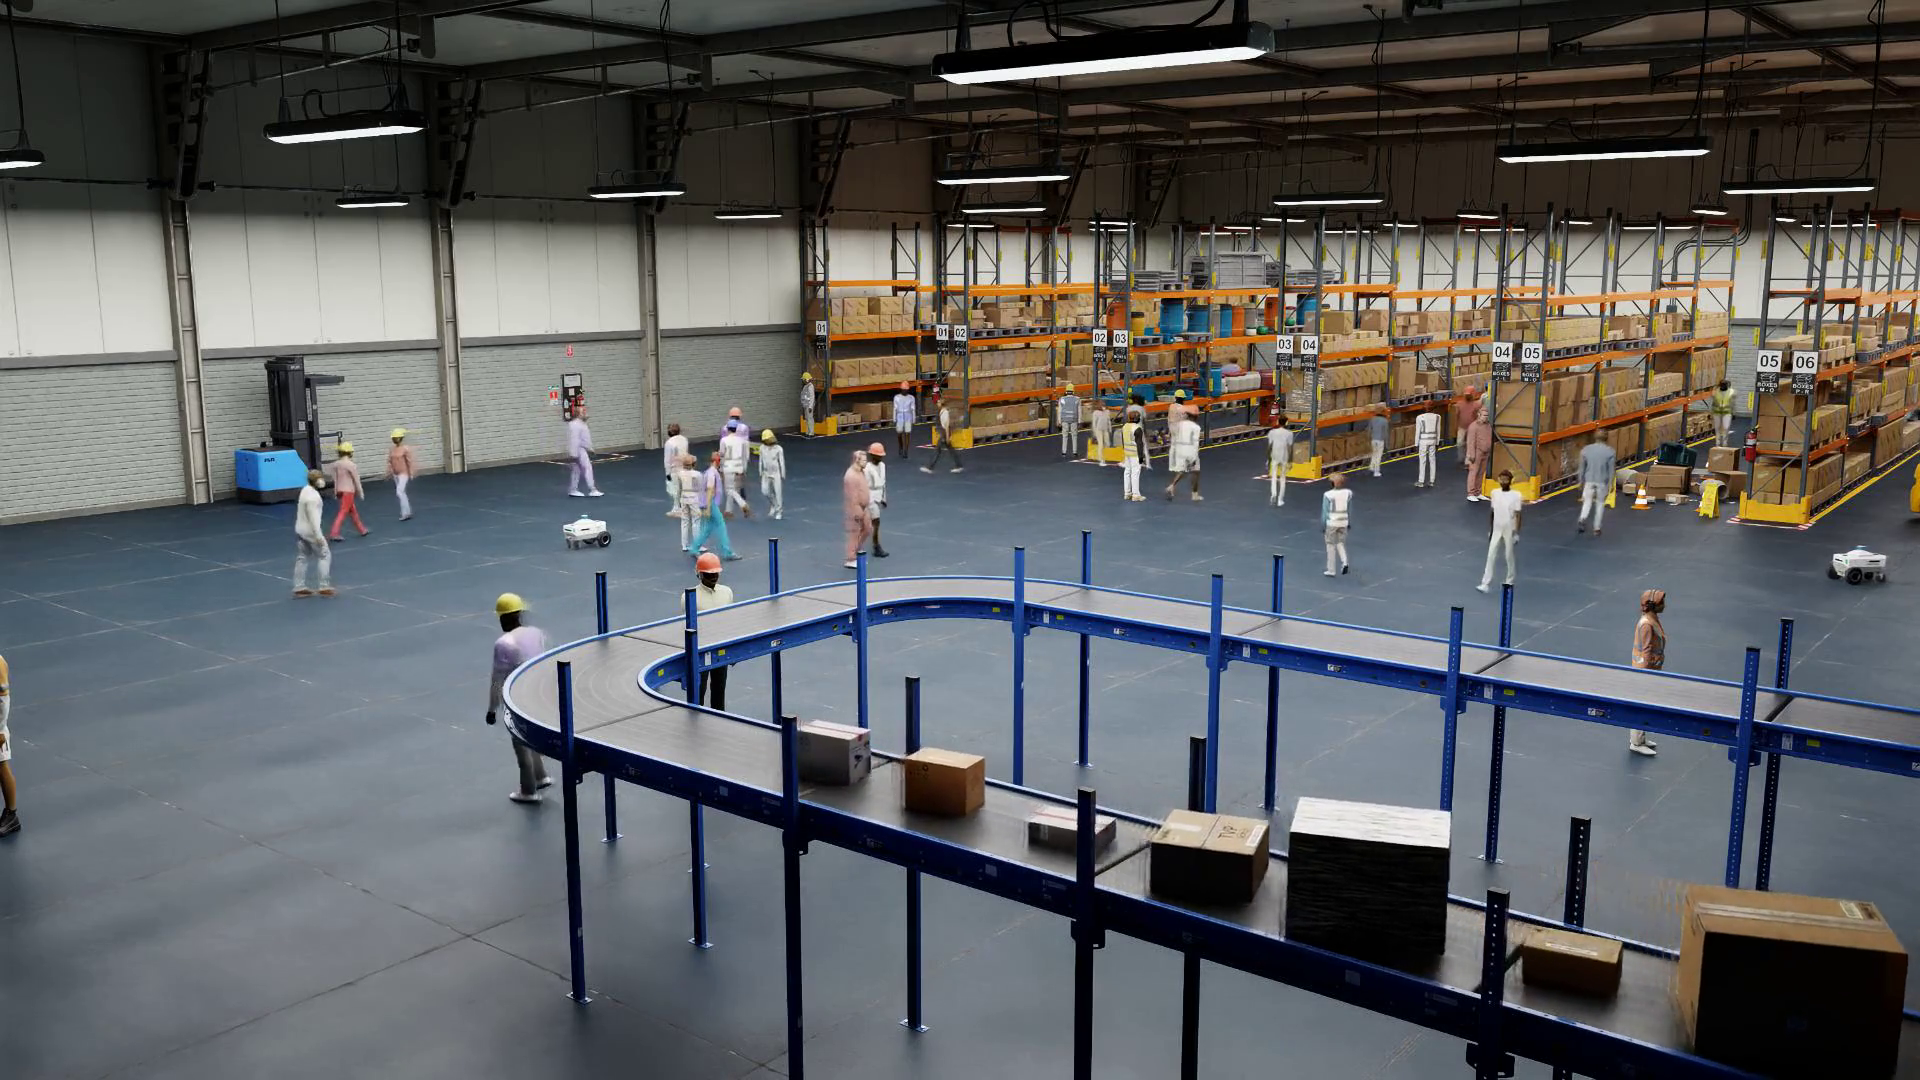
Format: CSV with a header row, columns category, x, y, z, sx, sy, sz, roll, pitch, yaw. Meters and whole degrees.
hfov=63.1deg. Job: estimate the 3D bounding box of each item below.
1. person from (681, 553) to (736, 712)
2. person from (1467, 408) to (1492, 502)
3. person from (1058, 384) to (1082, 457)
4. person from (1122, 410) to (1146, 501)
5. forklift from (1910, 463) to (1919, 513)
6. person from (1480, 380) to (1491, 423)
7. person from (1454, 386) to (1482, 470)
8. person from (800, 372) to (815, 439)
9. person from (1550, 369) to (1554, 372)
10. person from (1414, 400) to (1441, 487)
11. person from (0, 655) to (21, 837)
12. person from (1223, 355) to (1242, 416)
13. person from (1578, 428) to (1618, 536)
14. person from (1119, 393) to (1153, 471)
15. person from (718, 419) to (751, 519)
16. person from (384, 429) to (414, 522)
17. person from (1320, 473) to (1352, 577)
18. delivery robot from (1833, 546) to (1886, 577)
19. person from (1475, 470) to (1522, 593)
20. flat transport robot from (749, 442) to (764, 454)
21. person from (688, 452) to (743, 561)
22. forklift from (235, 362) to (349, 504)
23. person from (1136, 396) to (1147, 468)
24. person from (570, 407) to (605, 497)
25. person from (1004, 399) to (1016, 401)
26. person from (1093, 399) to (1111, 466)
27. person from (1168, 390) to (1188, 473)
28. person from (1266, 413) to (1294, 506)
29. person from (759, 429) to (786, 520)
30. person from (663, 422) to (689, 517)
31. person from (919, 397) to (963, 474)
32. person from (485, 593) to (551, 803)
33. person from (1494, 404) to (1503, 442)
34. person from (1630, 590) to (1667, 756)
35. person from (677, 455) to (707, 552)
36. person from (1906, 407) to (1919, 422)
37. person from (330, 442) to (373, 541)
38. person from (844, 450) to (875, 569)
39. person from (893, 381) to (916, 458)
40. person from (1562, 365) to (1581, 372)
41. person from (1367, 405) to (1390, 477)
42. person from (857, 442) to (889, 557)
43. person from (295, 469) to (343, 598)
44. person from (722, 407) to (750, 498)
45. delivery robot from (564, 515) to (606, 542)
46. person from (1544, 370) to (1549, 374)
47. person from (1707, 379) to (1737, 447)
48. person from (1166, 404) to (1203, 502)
category,x,y,z,sx,sy,sz,roll,pitch,yaw
person,-2.494,1.106,15.624,0.382,1.995,0.612,10,14,44
person,10.628,-1.743,31.926,0.638,1.904,0.402,-8,13,-38
person,2.750,-2.994,39.157,0.598,1.832,0.404,0,10,1
person,3.571,-1.735,32.046,0.429,1.844,0.627,-5,11,-27
forklift,19.034,-1.348,28.998,2.313,2.155,1.214,8,13,37
person,13.119,-3.016,38.963,0.407,1.942,0.615,2,10,8
person,11.922,-2.639,36.768,0.615,1.978,0.444,5,11,26
person,-4.208,-3.715,43.214,0.403,1.830,0.599,-3,11,-18
person,19.583,-5.286,52.061,0.599,1.830,0.404,-5,11,-26
person,10.137,-2.095,33.957,0.574,1.883,0.355,-2,10,-9
person,-8.294,1.549,13.279,0.546,1.942,0.348,5,11,25
person,8.585,-4.881,49.527,0.628,1.924,0.722,6,12,29
person,11.325,-1.025,27.841,0.636,1.922,0.525,8,13,37
person,4.181,-2.532,36.712,0.578,1.794,1.051,-5,11,-24
person,-4.239,-1.320,29.509,0.774,1.916,0.622,7,13,36
person,-10.581,-1.219,29.414,0.532,1.748,0.604,6,12,33
person,5.811,-0.234,24.178,0.531,1.623,0.379,-3,11,-18
delivery robot,13.746,0.329,23.905,0.707,0.478,0.477,-1,10,-8
person,7.918,-0.106,22.922,0.562,1.833,0.862,10,14,43
flat transport robot,-5.364,-2.375,40.186,1.431,0.197,0.652,8,13,37
person,-4.041,-0.544,25.516,0.871,1.791,0.632,-2,10,-9
forklift,-13.803,-2.244,32.110,1.129,2.768,1.873,8,13,37
person,4.257,-2.575,37.182,0.322,1.696,0.536,-4,11,-24
person,-7.738,-1.817,32.424,0.857,1.871,0.661,-1,10,-6
person,1.519,-4.650,48.150,0.474,1.946,0.624,-9,14,-42
person,3.395,-2.566,37.353,0.541,1.608,0.390,-6,12,-29
person,5.054,-2.522,36.237,0.371,1.925,0.595,-5,11,-26
person,6.402,-1.603,31.270,0.545,1.852,0.450,4,11,19
person,-3.564,-1.243,29.619,0.571,1.714,0.411,3,10,16
person,-5.349,-1.323,29.759,0.613,1.829,0.623,5,11,26
person,-0.391,-2.408,35.998,1.029,1.793,0.512,0,10,-3
person,-3.976,1.422,14.105,0.459,1.904,0.626,4,11,20
person,12.458,-2.454,35.878,0.593,1.920,0.391,7,12,33
person,6.833,1.297,15.551,0.308,1.641,0.514,5,11,25
person,-4.521,-0.613,26.293,0.512,1.642,0.311,4,11,23
person,25.875,-3.573,42.340,1.035,1.866,0.611,7,12,35
person,-10.739,-0.857,27.456,0.537,1.713,0.932,7,12,33
person,-1.613,-0.485,24.899,0.458,1.890,0.642,3,10,15
person,-1.385,-2.988,38.879,0.587,1.917,0.535,0,10,1
person,19.629,-5.014,50.063,0.536,2.000,0.677,-3,11,-18
person,9.533,-2.256,35.581,0.352,1.619,0.532,-9,14,-42
person,-1.528,-0.693,26.011,0.791,1.907,0.548,6,12,32
person,-9.325,-0.084,22.637,0.679,1.896,0.635,-6,12,-32
person,-4.560,-1.760,31.954,0.570,1.919,0.649,0,10,-1
delivery robot,-6.423,-0.182,26.781,0.477,0.478,0.707,8,13,39
person,16.402,-3.968,44.054,0.615,2.039,0.386,7,12,34
person,19.814,-3.264,40.732,0.664,1.809,0.851,6,12,31
person,4.579,-1.752,31.679,0.882,2.009,0.608,-9,13,-41
